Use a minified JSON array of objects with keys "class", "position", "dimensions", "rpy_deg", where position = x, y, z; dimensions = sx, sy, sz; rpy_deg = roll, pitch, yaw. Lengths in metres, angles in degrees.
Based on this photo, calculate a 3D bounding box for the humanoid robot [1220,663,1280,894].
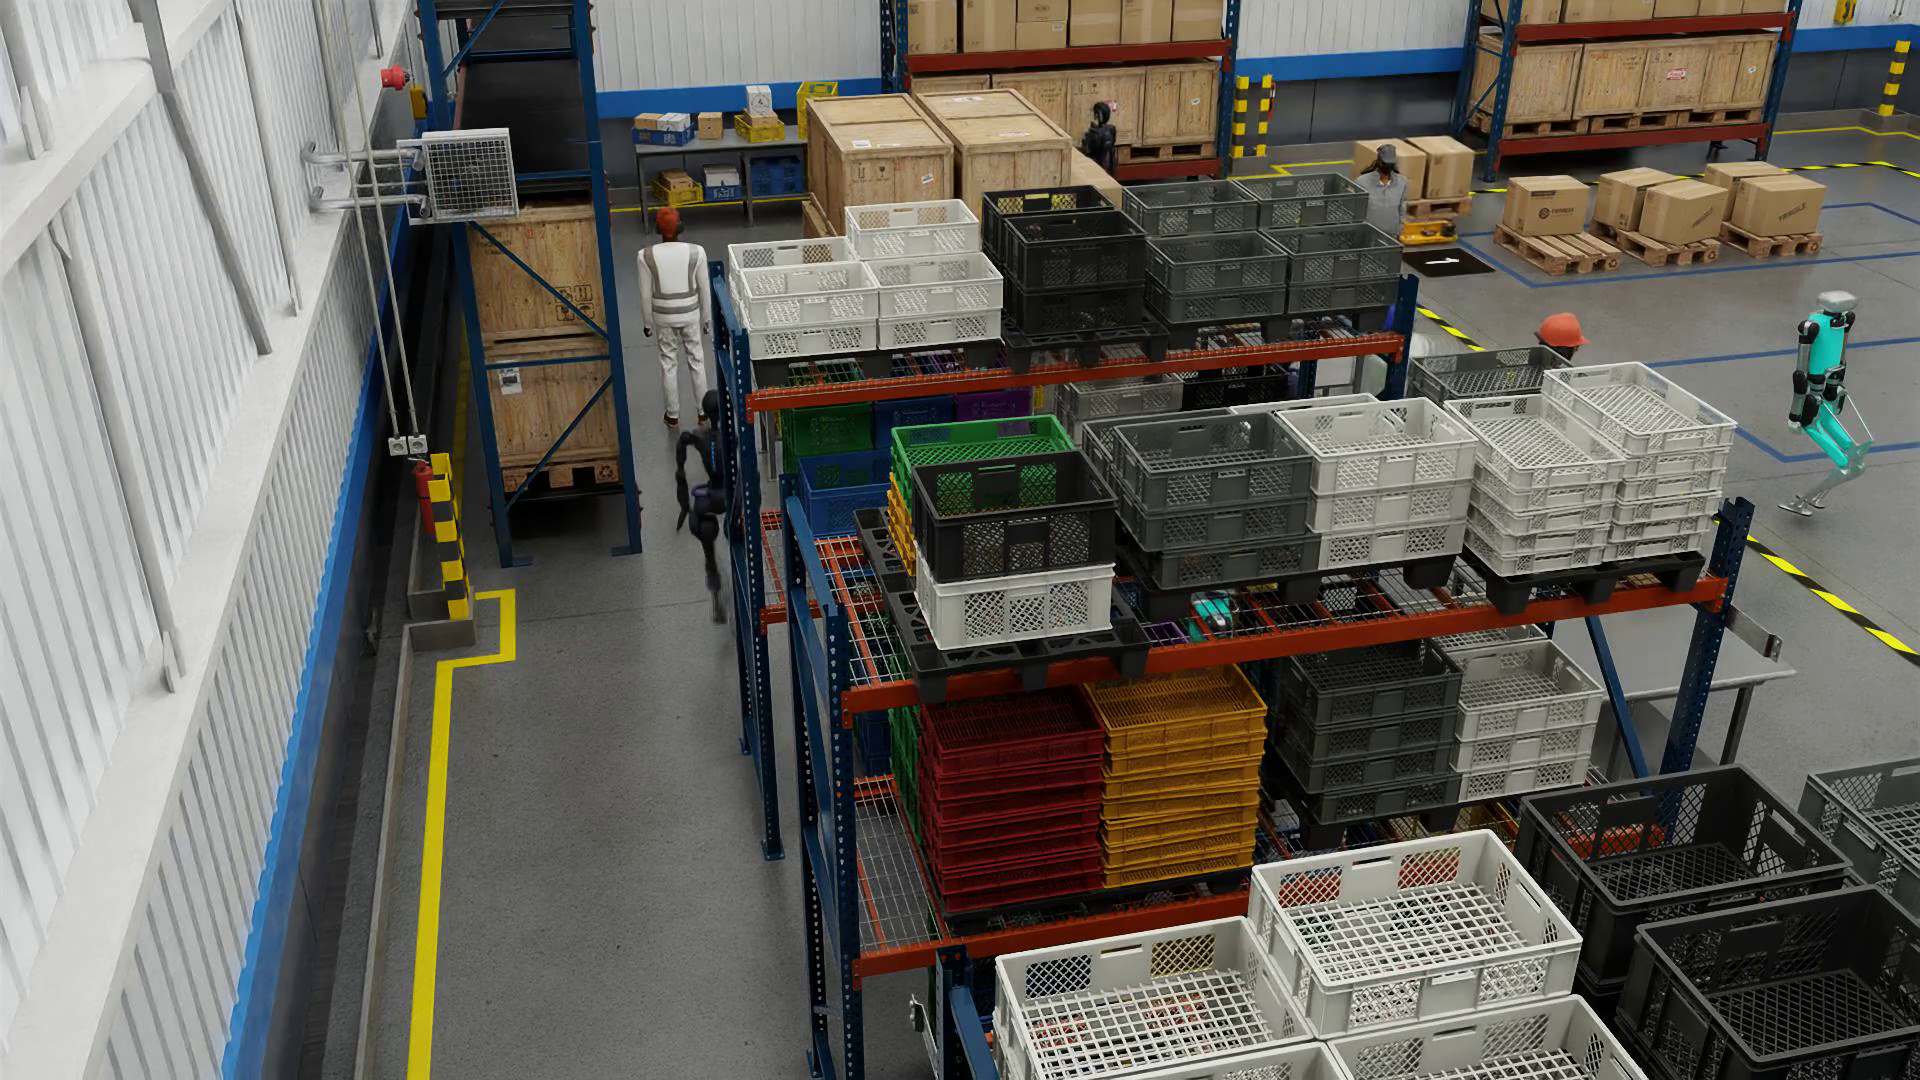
[{"class":"humanoid robot","position":[1.418,1.220,8.217],"dimensions":[0.350,1.653,0.585],"rpy_deg":[-5,28,-10]}]

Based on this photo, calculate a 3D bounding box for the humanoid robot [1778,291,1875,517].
[{"class":"humanoid robot","position":[6.402,-0.942,12.120],"dimensions":[0.533,1.673,0.735],"rpy_deg":[-16,32,-27]}]

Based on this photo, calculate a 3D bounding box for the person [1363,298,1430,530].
[{"class":"person","position":[3.086,-0.840,11.892],"dimensions":[0.682,1.898,0.483],"rpy_deg":[-23,35,-36]}]

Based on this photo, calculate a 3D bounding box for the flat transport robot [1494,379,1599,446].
[{"class":"flat transport robot","position":[4.780,-1.036,14.013],"dimensions":[0.659,0.231,1.431],"rpy_deg":[-6,28,-12]}]

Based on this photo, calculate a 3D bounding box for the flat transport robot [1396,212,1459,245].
[{"class":"flat transport robot","position":[5.066,-3.694,19.025],"dimensions":[0.652,0.197,1.431],"rpy_deg":[-6,28,-12]}]

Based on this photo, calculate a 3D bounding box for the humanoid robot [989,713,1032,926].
[{"class":"humanoid robot","position":[0.246,1.161,8.216],"dimensions":[0.692,1.746,0.530],"rpy_deg":[13,31,24]}]

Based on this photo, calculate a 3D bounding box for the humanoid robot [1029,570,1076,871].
[{"class":"humanoid robot","position":[0.699,0.920,8.671],"dimensions":[0.760,1.731,0.531],"rpy_deg":[-5,28,-9]}]

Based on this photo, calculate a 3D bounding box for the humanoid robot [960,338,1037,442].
[{"class":"humanoid robot","position":[0.300,-0.504,11.319],"dimensions":[0.534,1.695,0.731],"rpy_deg":[-4,28,-8]}]

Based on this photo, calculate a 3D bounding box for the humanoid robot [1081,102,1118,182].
[{"class":"humanoid robot","position":[1.437,-3.966,18.133],"dimensions":[0.788,1.645,0.585],"rpy_deg":[25,37,38]}]

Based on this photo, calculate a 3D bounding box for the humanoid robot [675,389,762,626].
[{"class":"humanoid robot","position":[-1.580,-0.194,10.914],"dimensions":[0.591,1.671,0.357],"rpy_deg":[-1,28,-2]}]

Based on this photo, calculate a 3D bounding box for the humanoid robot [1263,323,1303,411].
[{"class":"humanoid robot","position":[2.372,-1.083,12.593],"dimensions":[0.374,1.656,0.601],"rpy_deg":[5,28,10]}]

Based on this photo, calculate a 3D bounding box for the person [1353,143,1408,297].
[{"class":"person","position":[3.998,-2.950,16.031],"dimensions":[0.563,1.769,0.396],"rpy_deg":[-3,28,-6]}]

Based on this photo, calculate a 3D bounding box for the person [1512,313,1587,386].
[{"class":"person","position":[3.883,-0.552,11.192],"dimensions":[0.378,2.045,0.604],"rpy_deg":[-5,28,-9]}]

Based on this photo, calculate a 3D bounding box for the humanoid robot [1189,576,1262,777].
[{"class":"humanoid robot","position":[1.497,0.889,8.731],"dimensions":[0.686,1.749,0.530],"rpy_deg":[-2,28,-3]}]

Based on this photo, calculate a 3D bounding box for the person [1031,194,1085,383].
[{"class":"person","position":[0.769,-2.154,14.476],"dimensions":[0.718,1.802,0.595],"rpy_deg":[2,28,3]}]

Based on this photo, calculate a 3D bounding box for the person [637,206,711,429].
[{"class":"person","position":[-2.347,-1.834,13.794],"dimensions":[0.575,1.881,0.350],"rpy_deg":[-6,28,-11]}]
